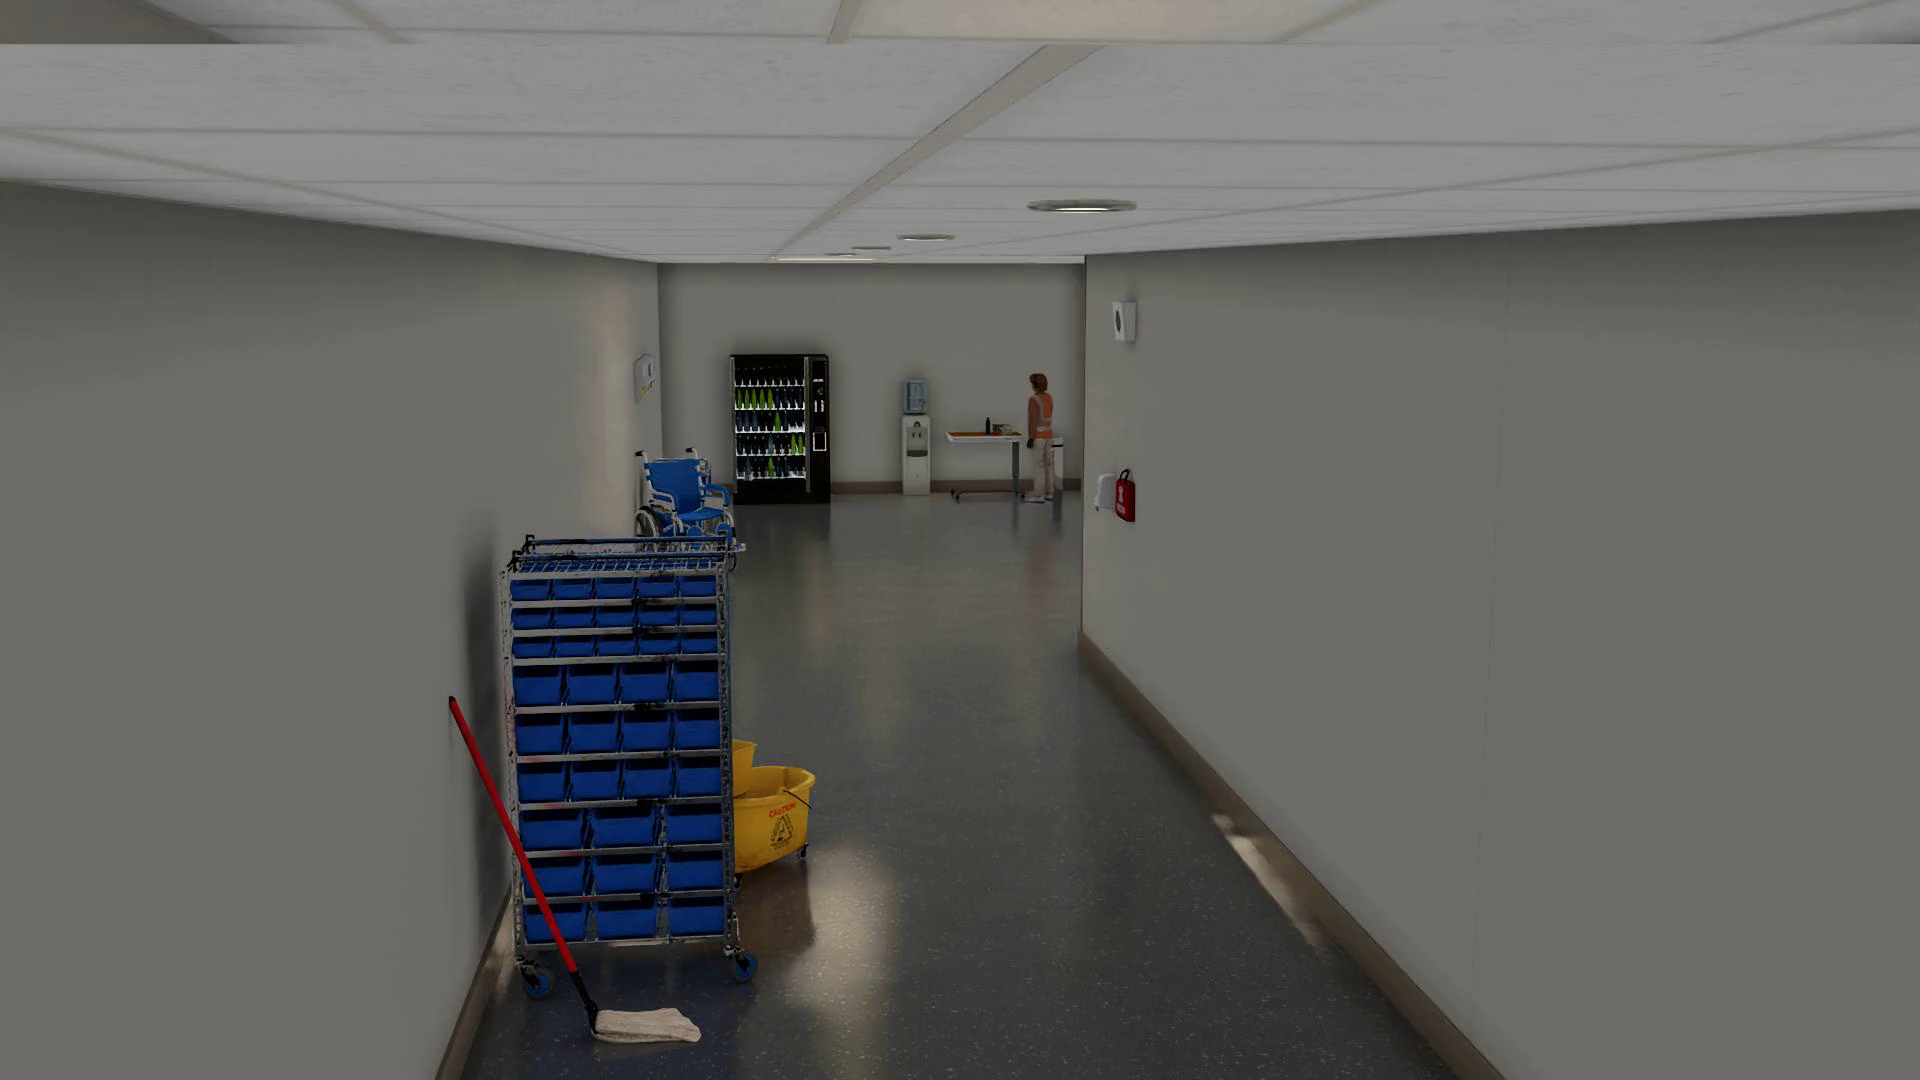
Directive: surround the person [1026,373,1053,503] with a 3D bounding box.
[{"bbox_3d":[1.010,-1.287,21.002,0.310,1.638,0.523,5,11,31],"label":"person"}]
